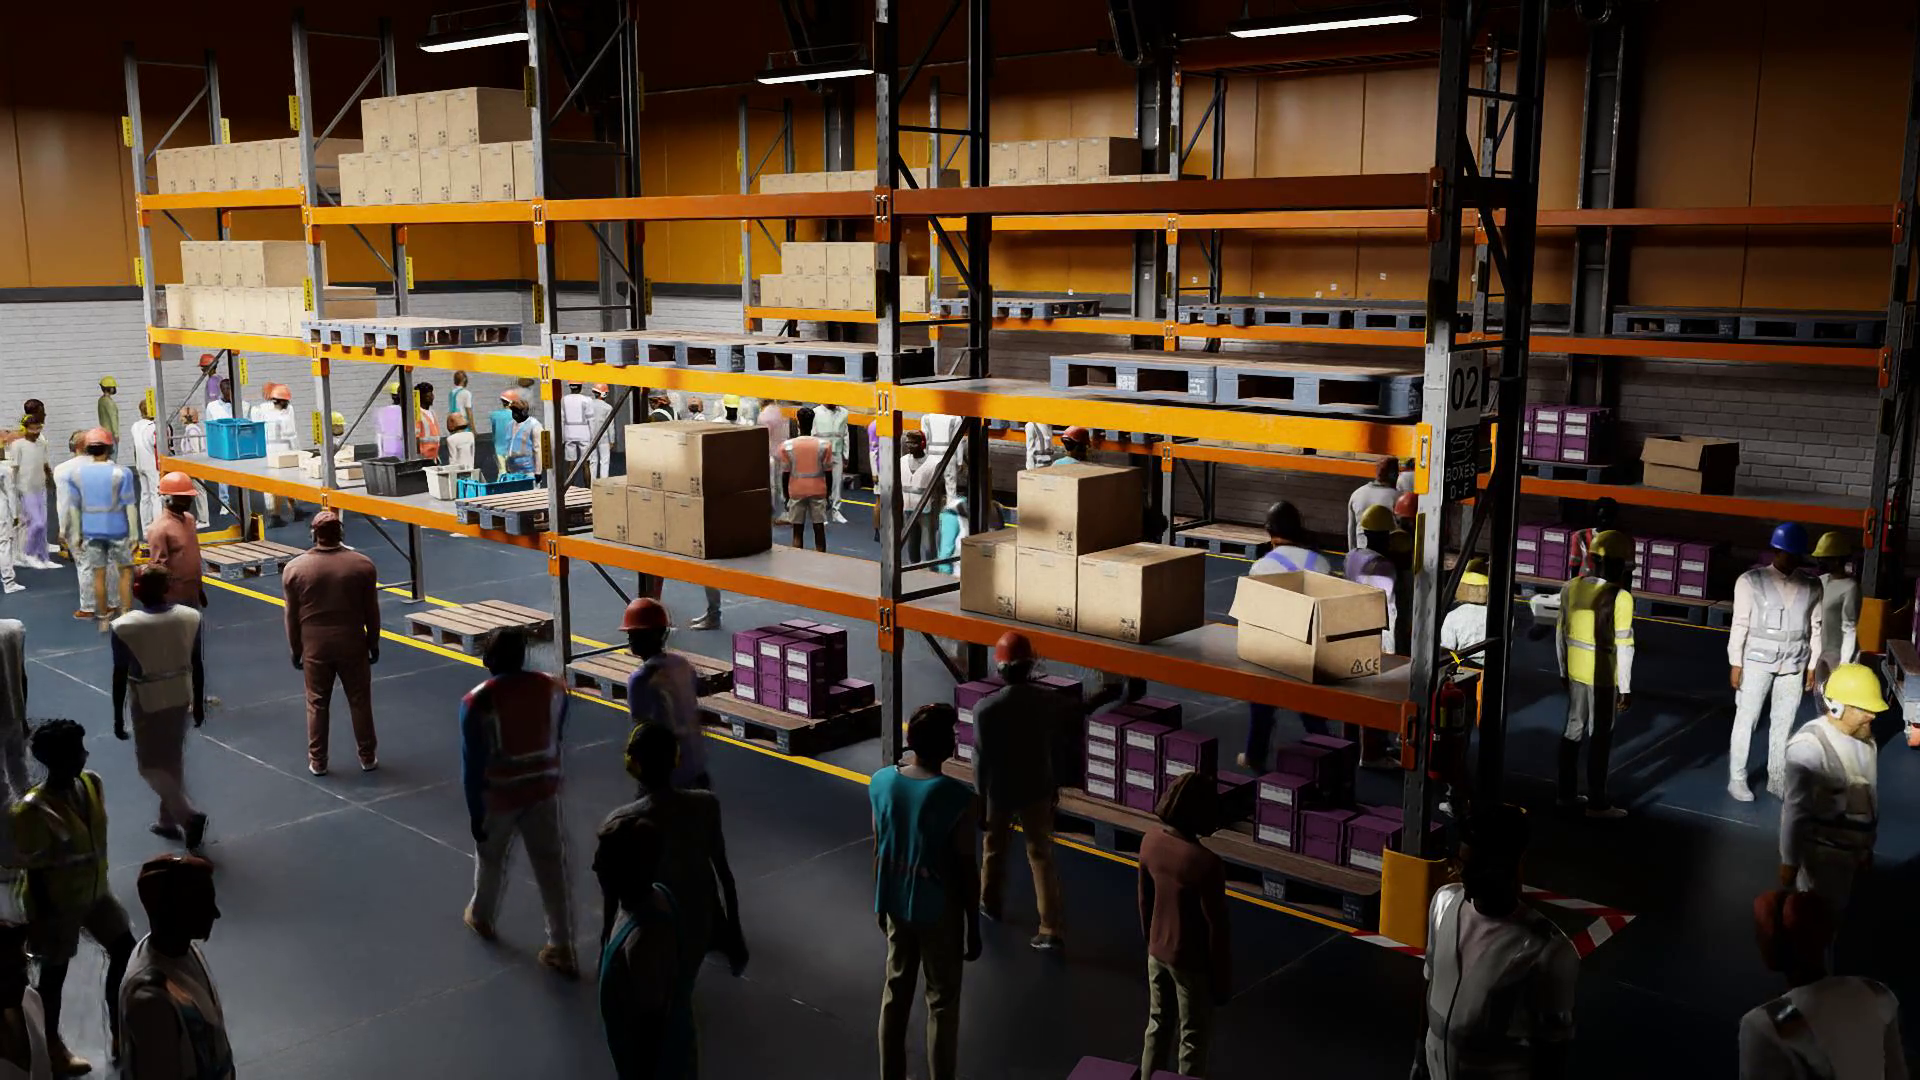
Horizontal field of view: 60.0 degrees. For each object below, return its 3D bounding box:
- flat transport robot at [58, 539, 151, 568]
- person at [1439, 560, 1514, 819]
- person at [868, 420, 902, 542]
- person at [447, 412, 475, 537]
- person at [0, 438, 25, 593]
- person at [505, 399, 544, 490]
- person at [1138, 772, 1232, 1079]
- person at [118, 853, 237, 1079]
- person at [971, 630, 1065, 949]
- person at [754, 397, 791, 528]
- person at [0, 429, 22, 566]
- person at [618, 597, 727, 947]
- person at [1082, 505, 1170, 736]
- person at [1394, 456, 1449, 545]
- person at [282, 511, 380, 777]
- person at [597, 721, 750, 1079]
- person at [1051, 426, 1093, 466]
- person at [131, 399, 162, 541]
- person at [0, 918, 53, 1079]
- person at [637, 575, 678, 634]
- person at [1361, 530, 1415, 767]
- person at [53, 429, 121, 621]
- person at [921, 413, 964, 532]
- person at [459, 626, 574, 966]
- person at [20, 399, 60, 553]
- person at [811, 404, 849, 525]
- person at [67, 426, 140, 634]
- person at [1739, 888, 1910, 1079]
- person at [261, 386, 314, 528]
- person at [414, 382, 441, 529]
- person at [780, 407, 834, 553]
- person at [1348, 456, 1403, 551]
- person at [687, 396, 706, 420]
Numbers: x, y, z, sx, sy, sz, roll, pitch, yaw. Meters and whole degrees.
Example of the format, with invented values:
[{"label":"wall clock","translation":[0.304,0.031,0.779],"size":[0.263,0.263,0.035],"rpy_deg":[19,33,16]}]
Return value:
[{"label":"flat transport robot","translation":[-10.223,0.133,19.940],"size":[1.431,0.197,0.652],"rpy_deg":[9,14,43]},{"label":"person","translation":[3.383,0.988,10.979],"size":[0.486,1.738,0.314],"rpy_deg":[0,10,-3]},{"label":"person","translation":[-0.916,-0.915,21.209],"size":[0.392,1.925,0.548],"rpy_deg":[9,13,40]},{"label":"person","translation":[-6.492,-0.849,21.642],"size":[0.282,1.633,0.498],"rpy_deg":[4,11,21]},{"label":"person","translation":[-10.547,-0.287,18.193],"size":[0.488,1.736,0.360],"rpy_deg":[0,10,-1]},{"label":"person","translation":[-5.610,-0.904,21.402],"size":[0.632,1.836,0.429],"rpy_deg":[7,12,35]},{"label":"person","translation":[0.938,1.757,6.913],"size":[0.289,1.633,0.497],"rpy_deg":[-7,12,-35]},{"label":"person","translation":[-2.495,1.909,5.365],"size":[0.363,1.878,0.585],"rpy_deg":[-3,11,-19]},{"label":"person","translation":[0.320,1.342,9.065],"size":[0.574,1.710,0.924],"rpy_deg":[-4,11,-20]},{"label":"person","translation":[-2.649,-1.103,22.318],"size":[0.858,1.894,0.682],"rpy_deg":[3,10,16]},{"label":"person","translation":[-11.254,-0.493,19.638],"size":[0.524,1.631,0.319],"rpy_deg":[0,10,-1]},{"label":"person","translation":[-1.538,1.260,9.061],"size":[0.713,1.885,0.553],"rpy_deg":[3,10,16]},{"label":"person","translation":[1.155,0.689,12.128],"size":[0.677,1.924,0.706],"rpy_deg":[-8,13,-38]},{"label":"person","translation":[4.641,-0.099,17.001],"size":[0.659,1.773,0.466],"rpy_deg":[0,10,1]},{"label":"person","translation":[-4.493,0.738,11.941],"size":[0.641,1.900,0.398],"rpy_deg":[-4,11,-19]},{"label":"person","translation":[-1.202,1.659,6.913],"size":[0.504,1.837,0.551],"rpy_deg":[-9,13,-41]},{"label":"person","translation":[1.131,-0.138,16.504],"size":[0.404,2.035,0.606],"rpy_deg":[-5,11,-28]},{"label":"person","translation":[-10.349,-0.887,21.288],"size":[0.508,1.838,0.342],"rpy_deg":[5,11,27]},{"label":"person","translation":[-2.900,2.001,4.973],"size":[0.397,1.836,0.564],"rpy_deg":[0,10,-2]},{"label":"person","translation":[-3.007,-0.025,16.217],"size":[0.405,1.909,0.597],"rpy_deg":[-6,12,-30]},{"label":"person","translation":[3.146,0.783,12.142],"size":[0.326,1.736,0.487],"rpy_deg":[0,10,1]},{"label":"person","translation":[-8.814,-0.153,16.841],"size":[0.357,1.938,0.638],"rpy_deg":[7,12,36]},{"label":"person","translation":[-0.229,-1.037,22.001],"size":[0.572,1.883,0.358],"rpy_deg":[2,10,12]},{"label":"person","translation":[-2.355,1.344,8.841],"size":[0.615,1.789,1.003],"rpy_deg":[-7,12,-34]},{"label":"person","translation":[-11.396,-0.784,20.506],"size":[0.394,1.911,0.583],"rpy_deg":[-6,12,-30]},{"label":"person","translation":[-1.786,-1.168,22.671],"size":[0.591,1.912,0.386],"rpy_deg":[-6,12,-30]},{"label":"person","translation":[-8.318,-0.089,16.205],"size":[0.634,2.040,0.394],"rpy_deg":[-1,10,-7]},{"label":"person","translation":[2.633,1.976,5.166],"size":[0.579,1.814,0.994],"rpy_deg":[-6,12,-29]},{"label":"person","translation":[-9.067,-1.134,22.507],"size":[0.558,1.900,0.875],"rpy_deg":[7,12,35]},{"label":"person","translation":[-7.179,-1.146,22.382],"size":[0.368,1.966,0.603],"rpy_deg":[1,10,5]},{"label":"person","translation":[-1.736,-0.531,18.901],"size":[0.604,1.966,0.367],"rpy_deg":[-1,10,-7]},{"label":"person","translation":[3.819,0.185,15.033],"size":[0.402,1.904,0.651],"rpy_deg":[-8,13,-38]},{"label":"person","translation":[-3.755,-1.243,23.861],"size":[0.314,1.636,0.517],"rpy_deg":[-5,11,-25]}]
